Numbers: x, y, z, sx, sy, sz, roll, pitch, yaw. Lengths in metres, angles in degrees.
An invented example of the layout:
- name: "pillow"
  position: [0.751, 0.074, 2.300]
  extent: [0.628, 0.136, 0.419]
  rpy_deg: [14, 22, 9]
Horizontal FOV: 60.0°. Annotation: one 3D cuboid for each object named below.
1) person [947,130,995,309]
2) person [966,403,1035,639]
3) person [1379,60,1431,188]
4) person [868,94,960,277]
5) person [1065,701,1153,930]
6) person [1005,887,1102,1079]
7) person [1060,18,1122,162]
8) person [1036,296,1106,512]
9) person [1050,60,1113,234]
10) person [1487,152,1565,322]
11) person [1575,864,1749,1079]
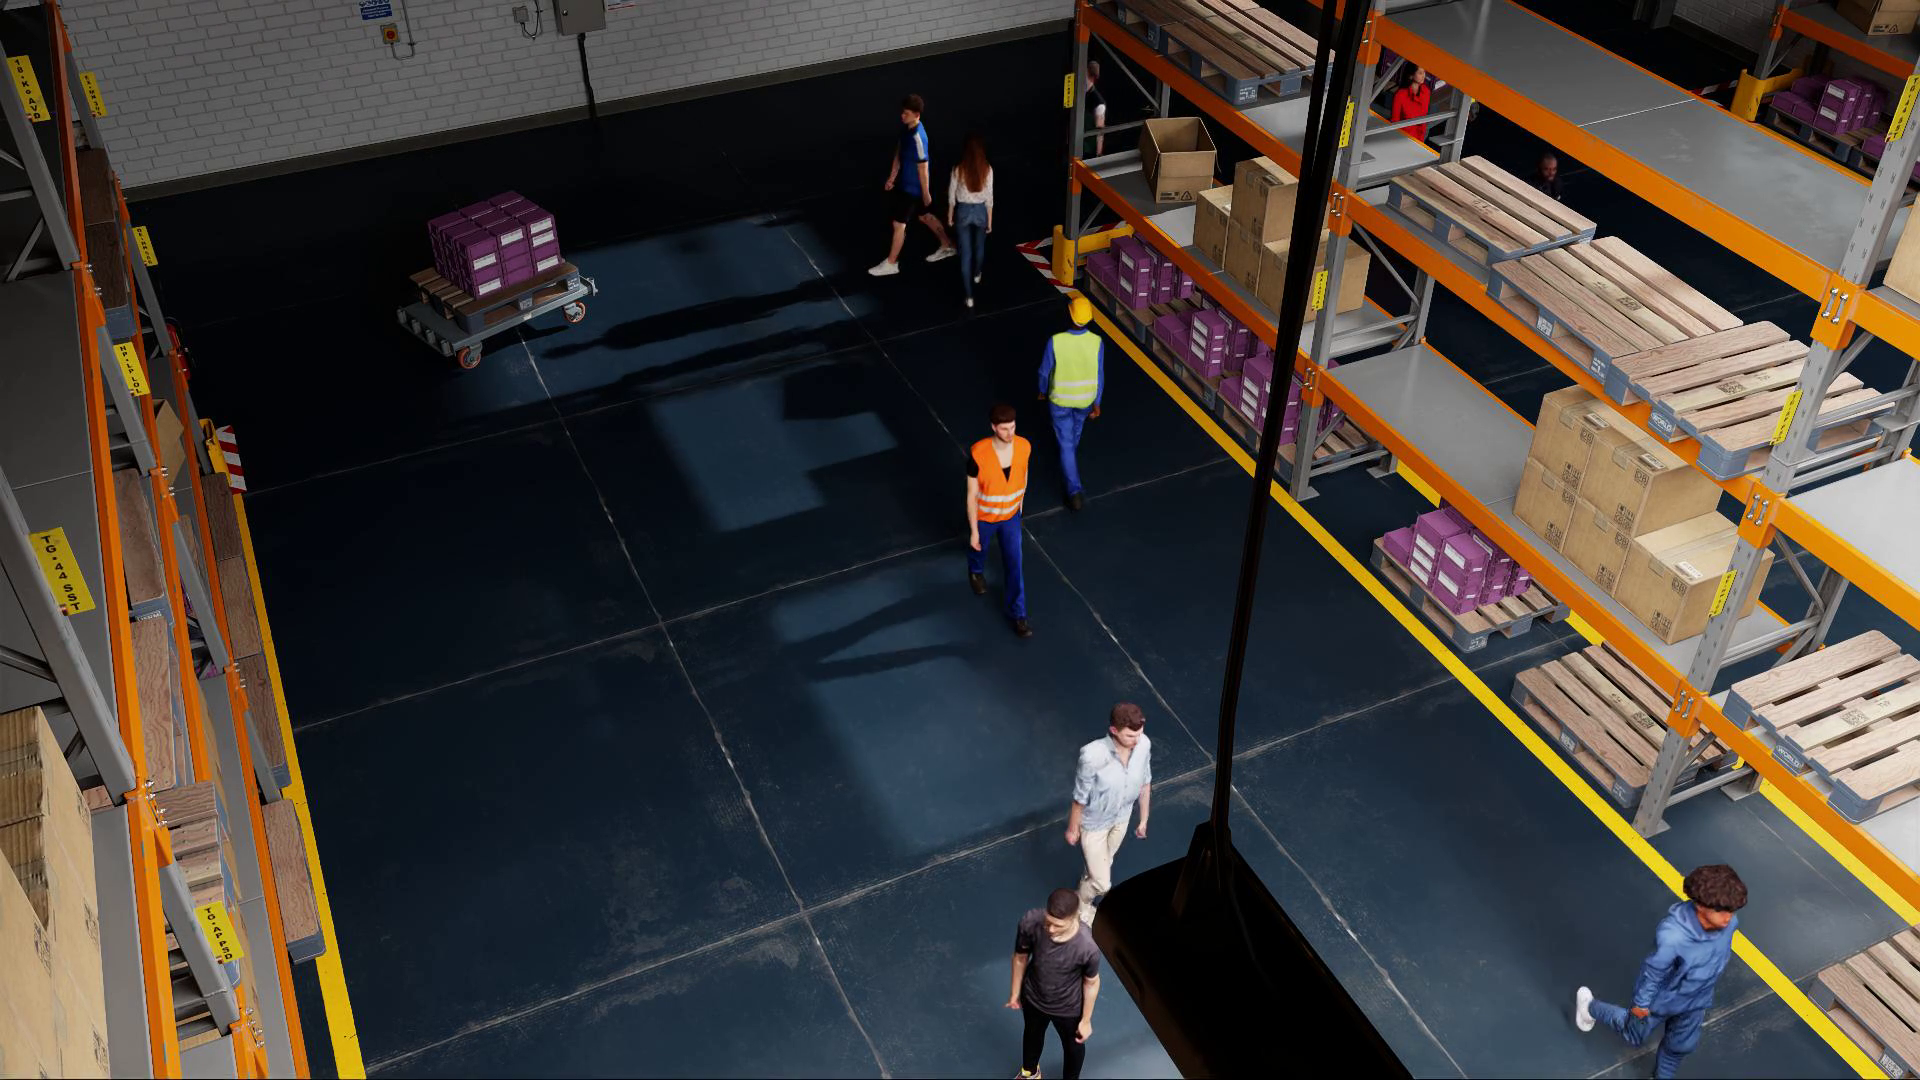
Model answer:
- name: "person"
  position: [0.112, -2.996, 15.671]
  extent: [0.860, 1.701, 1.137]
  rpy_deg: [-2, 39, -2]
- name: "person"
  position: [0.211, -0.249, 12.123]
  extent: [0.778, 1.836, 1.262]
  rpy_deg: [-12, 40, -14]
- name: "person"
  position: [4.526, -4.062, 16.970]
  extent: [0.603, 1.746, 0.588]
  rpy_deg: [-16, 41, -19]
- name: "person"
  position: [-0.367, -3.456, 16.149]
  extent: [0.880, 1.824, 1.180]
  rpy_deg: [-7, 39, -9]
- name: "person"
  position: [0.815, 1.576, 9.844]
  extent: [0.695, 1.828, 0.679]
  rpy_deg: [-18, 42, -21]
- name: "person"
  position: [0.510, 2.424, 8.836]
  extent: [0.698, 1.760, 0.781]
  rpy_deg: [17, 42, 20]
- name: "person"
  position: [1.285, -4.983, 18.057]
  extent: [1.132, 1.828, 1.016]
  rpy_deg: [29, 47, 31]
- name: "person"
  position: [0.890, -1.064, 13.196]
  extent: [0.825, 1.772, 1.287]
  rpy_deg: [-8, 39, -10]
- name: "person"
  position: [1.318, -3.967, 16.789]
  extent: [0.767, 1.823, 0.994]
  rpy_deg: [-15, 41, -18]
- name: "person"
  position: [5.146, -2.754, 15.311]
  extent: [0.836, 1.772, 1.178]
  rpy_deg: [-11, 40, -13]
- name: "person"
  position: [3.773, 2.335, 8.927]
  extent: [0.740, 1.787, 1.060]
  rpy_deg: [-13, 40, -15]
